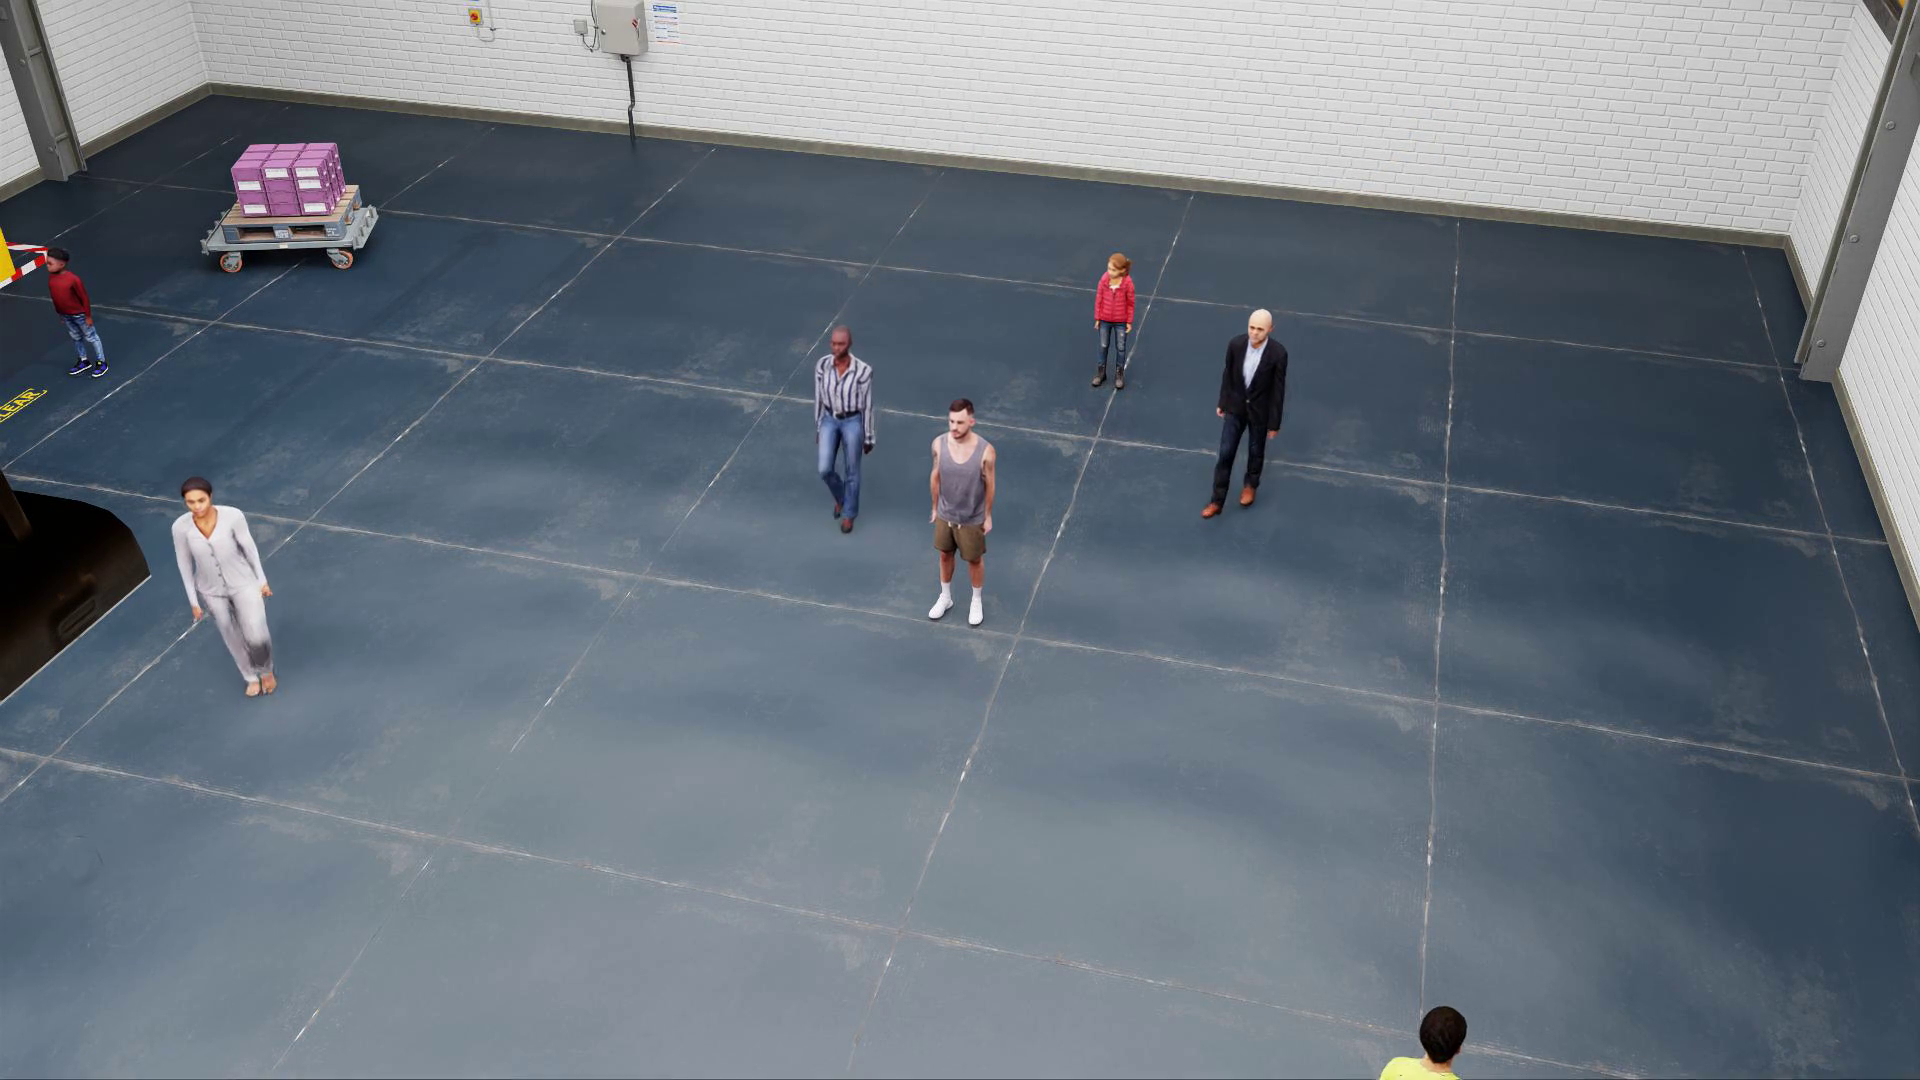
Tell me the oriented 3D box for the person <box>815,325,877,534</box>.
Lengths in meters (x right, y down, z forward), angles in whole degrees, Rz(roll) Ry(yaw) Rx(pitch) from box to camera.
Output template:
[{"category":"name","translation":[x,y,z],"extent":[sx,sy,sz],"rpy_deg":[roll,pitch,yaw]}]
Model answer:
[{"category":"person","translation":[-0.891,-0.904,13.063],"extent":[0.657,1.784,0.608],"rpy_deg":[7,34,11]}]

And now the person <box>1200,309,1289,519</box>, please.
[{"category":"person","translation":[2.352,-1.070,13.323],"extent":[0.847,1.774,1.056],"rpy_deg":[16,37,22]}]

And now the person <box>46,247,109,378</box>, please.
[{"category":"person","translation":[-8.188,-2.125,15.380],"extent":[0.504,1.253,0.480],"rpy_deg":[10,35,14]}]

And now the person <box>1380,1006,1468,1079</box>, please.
[{"category":"person","translation":[2.066,2.840,7.531],"extent":[0.935,1.672,1.183],"rpy_deg":[25,41,32]}]

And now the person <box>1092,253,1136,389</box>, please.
[{"category":"person","translation":[1.407,-2.015,15.160],"extent":[0.504,1.313,0.482],"rpy_deg":[10,35,14]}]

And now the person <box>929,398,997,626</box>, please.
[{"category":"person","translation":[0.017,-0.225,11.987],"extent":[0.621,1.845,0.566],"rpy_deg":[10,35,14]}]

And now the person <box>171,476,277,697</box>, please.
[{"category":"person","translation":[-4.990,0.272,11.347],"extent":[0.780,1.725,0.797],"rpy_deg":[-9,35,-13]}]
